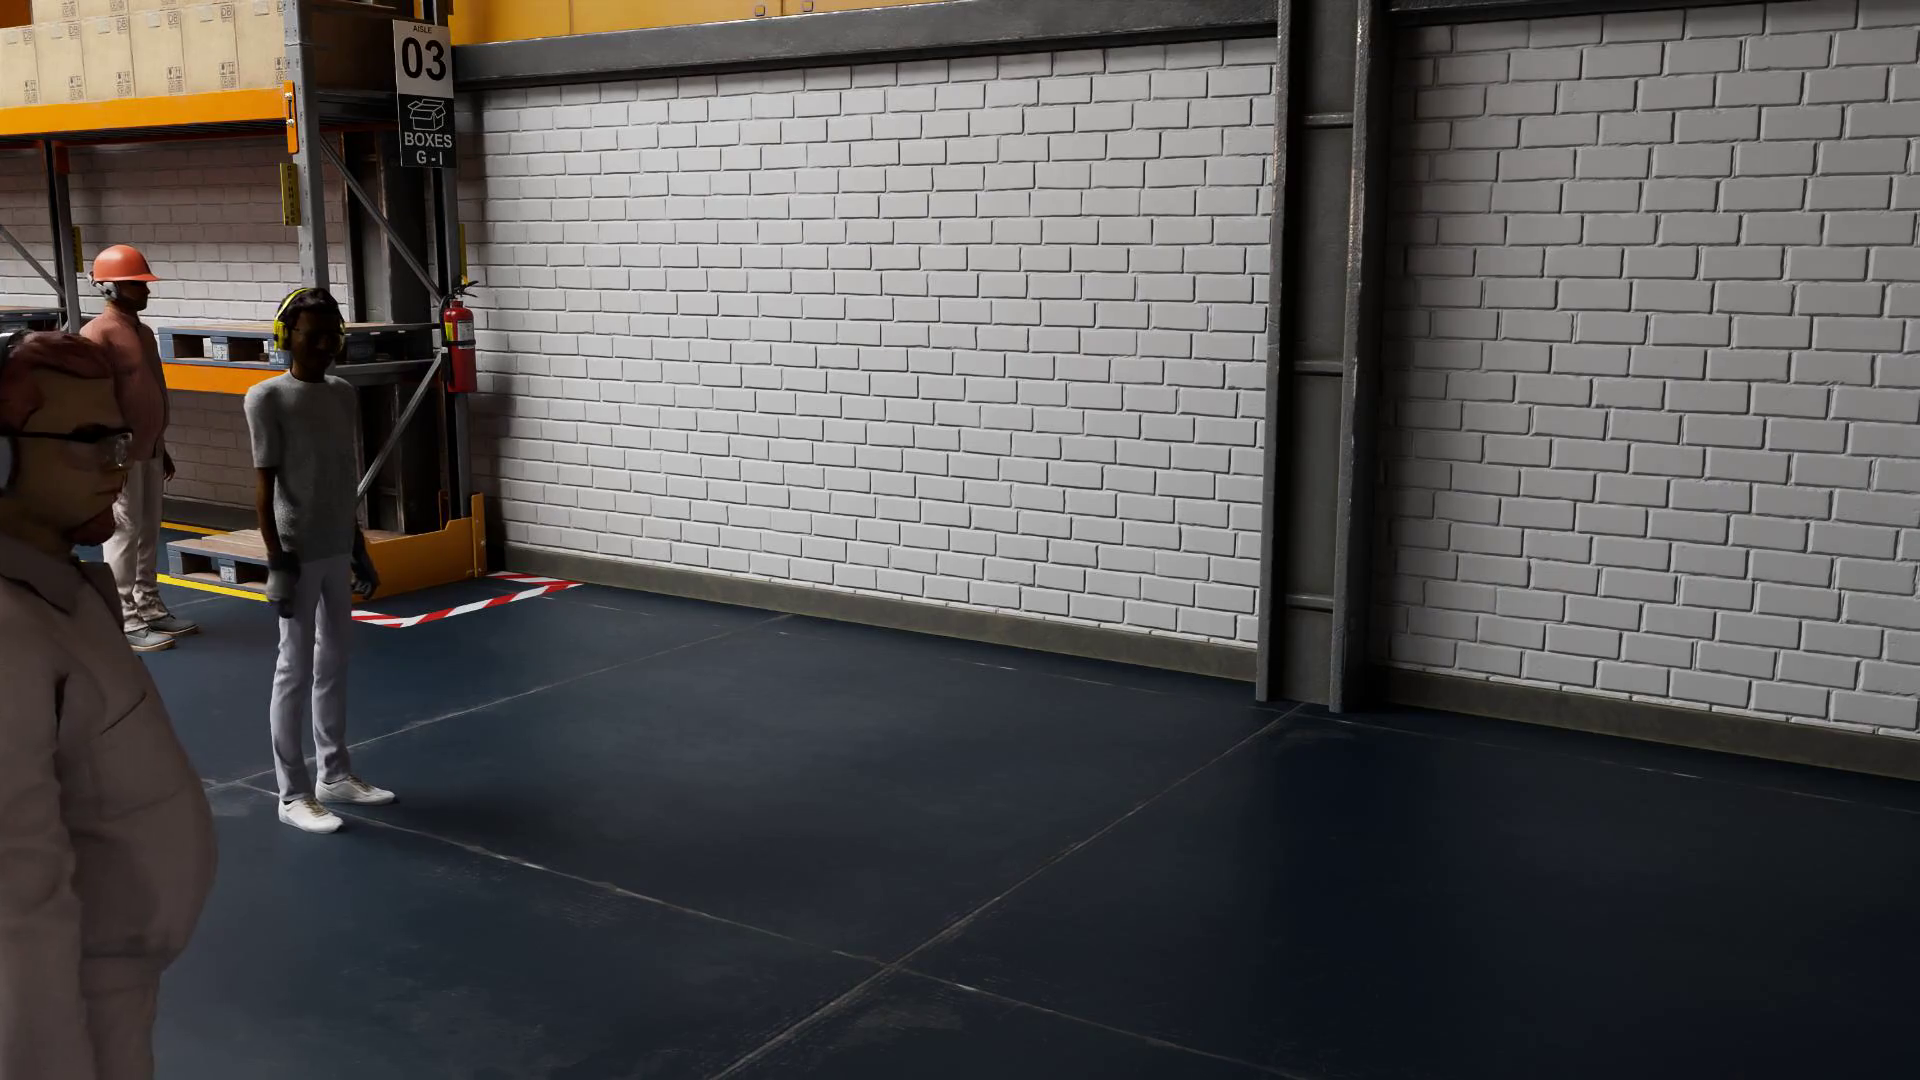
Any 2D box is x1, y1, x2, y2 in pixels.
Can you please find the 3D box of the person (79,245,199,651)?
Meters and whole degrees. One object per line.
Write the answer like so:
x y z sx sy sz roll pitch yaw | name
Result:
-4.107 -0.454 8.275 0.375 1.995 0.611 -1 10 -4 | person

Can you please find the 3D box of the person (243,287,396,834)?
-2.218 0.065 5.776 0.333 1.862 0.520 3 11 18 | person

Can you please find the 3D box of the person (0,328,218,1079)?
-1.256 0.659 2.361 0.401 1.904 0.648 -5 11 -27 | person
